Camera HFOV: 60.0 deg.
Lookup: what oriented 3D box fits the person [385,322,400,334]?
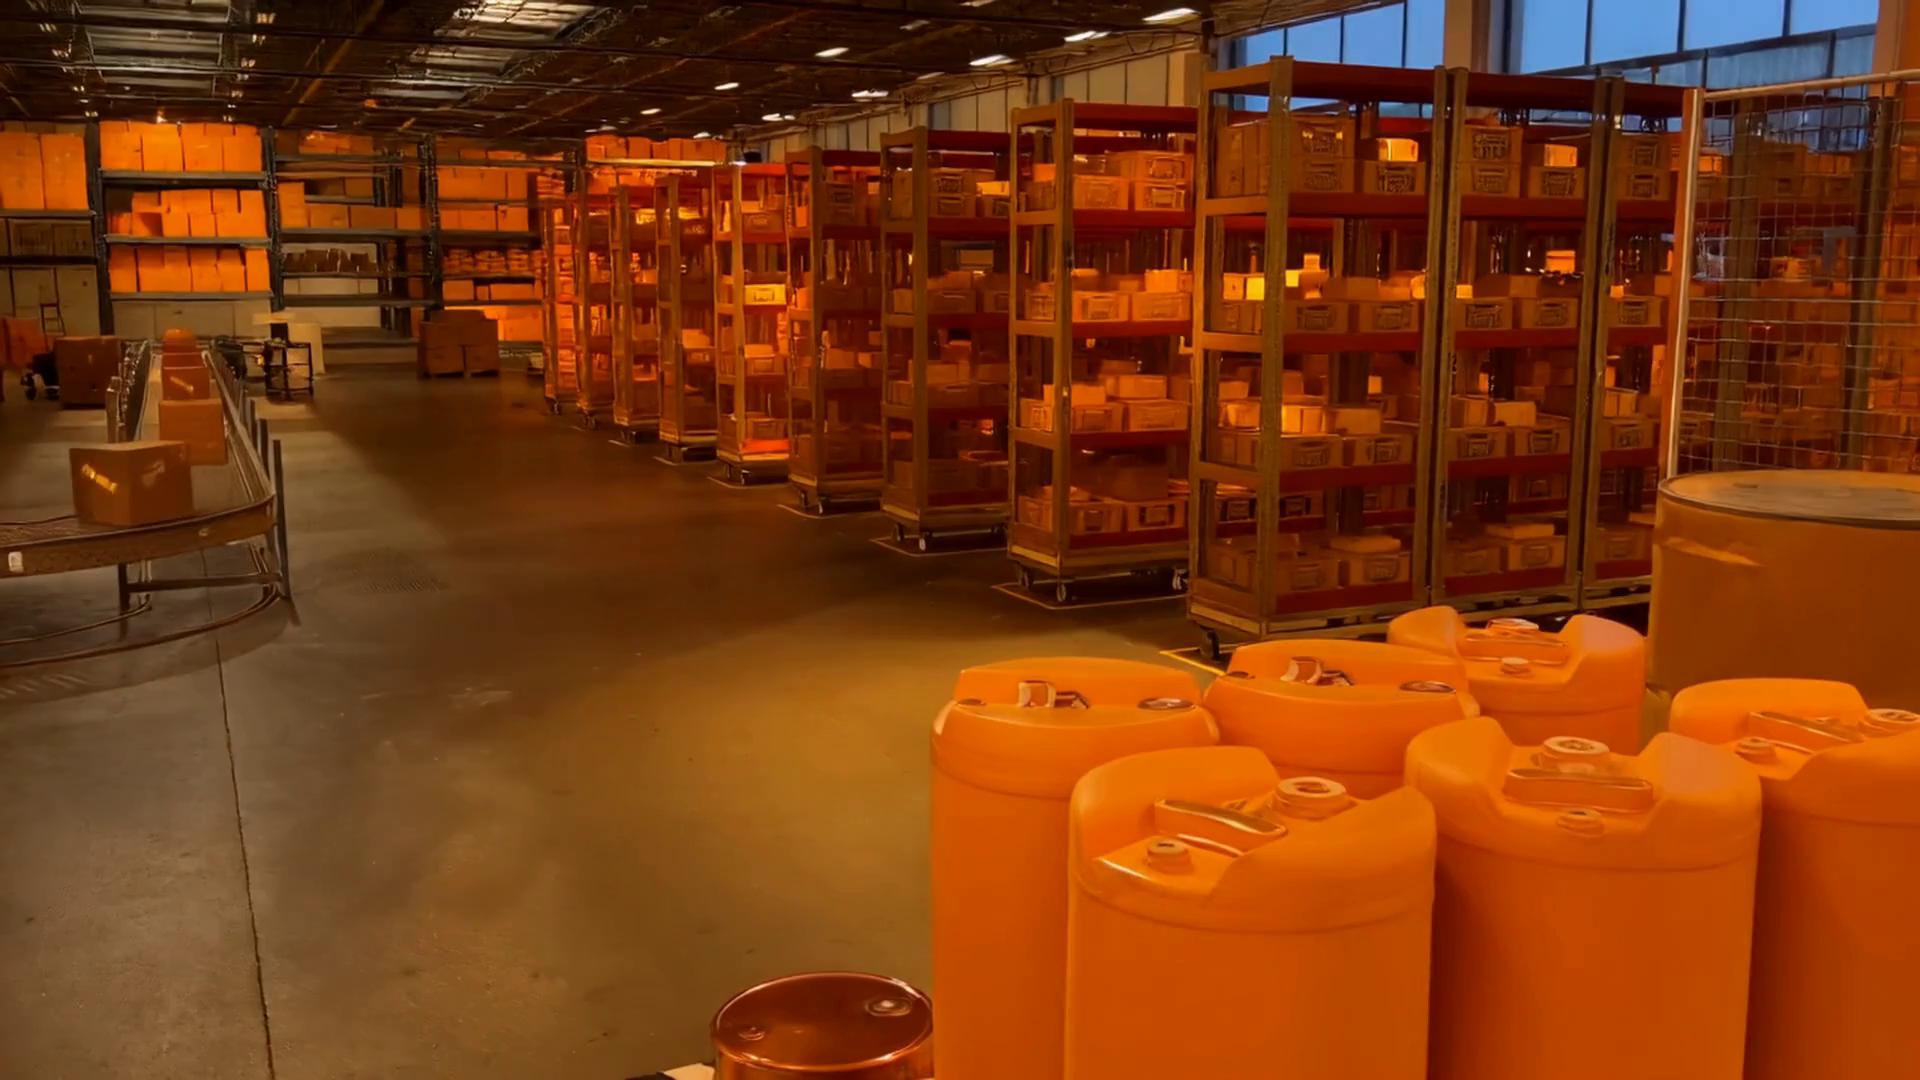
[{"bbox_3d":[-20.834,-8.213,60.705,0.869,1.699,0.496,-5,11,-29],"label":"person"}]

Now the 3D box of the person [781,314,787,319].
[{"bbox_3d":[-3.219,-3.760,32.236,0.622,1.968,0.802,-6,11,-34],"label":"person"}]

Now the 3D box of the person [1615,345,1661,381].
[{"bbox_3d":[7.048,-1.302,17.509,0.600,1.792,0.858,0,9,-1],"label":"person"}]

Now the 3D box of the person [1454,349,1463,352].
[{"bbox_3d":[6.360,-2.000,21.731,0.404,1.834,0.591,-5,10,-28],"label":"person"}]

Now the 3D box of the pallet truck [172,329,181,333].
[{"bbox_3d":[-17.275,-3.851,35.096,1.601,1.201,0.680,0,9,1],"label":"pallet truck"}]

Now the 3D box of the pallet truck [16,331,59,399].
[{"bbox_3d":[-17.082,-3.353,31.781,1.630,1.274,0.653,-4,10,-25],"label":"pallet truck"}]
